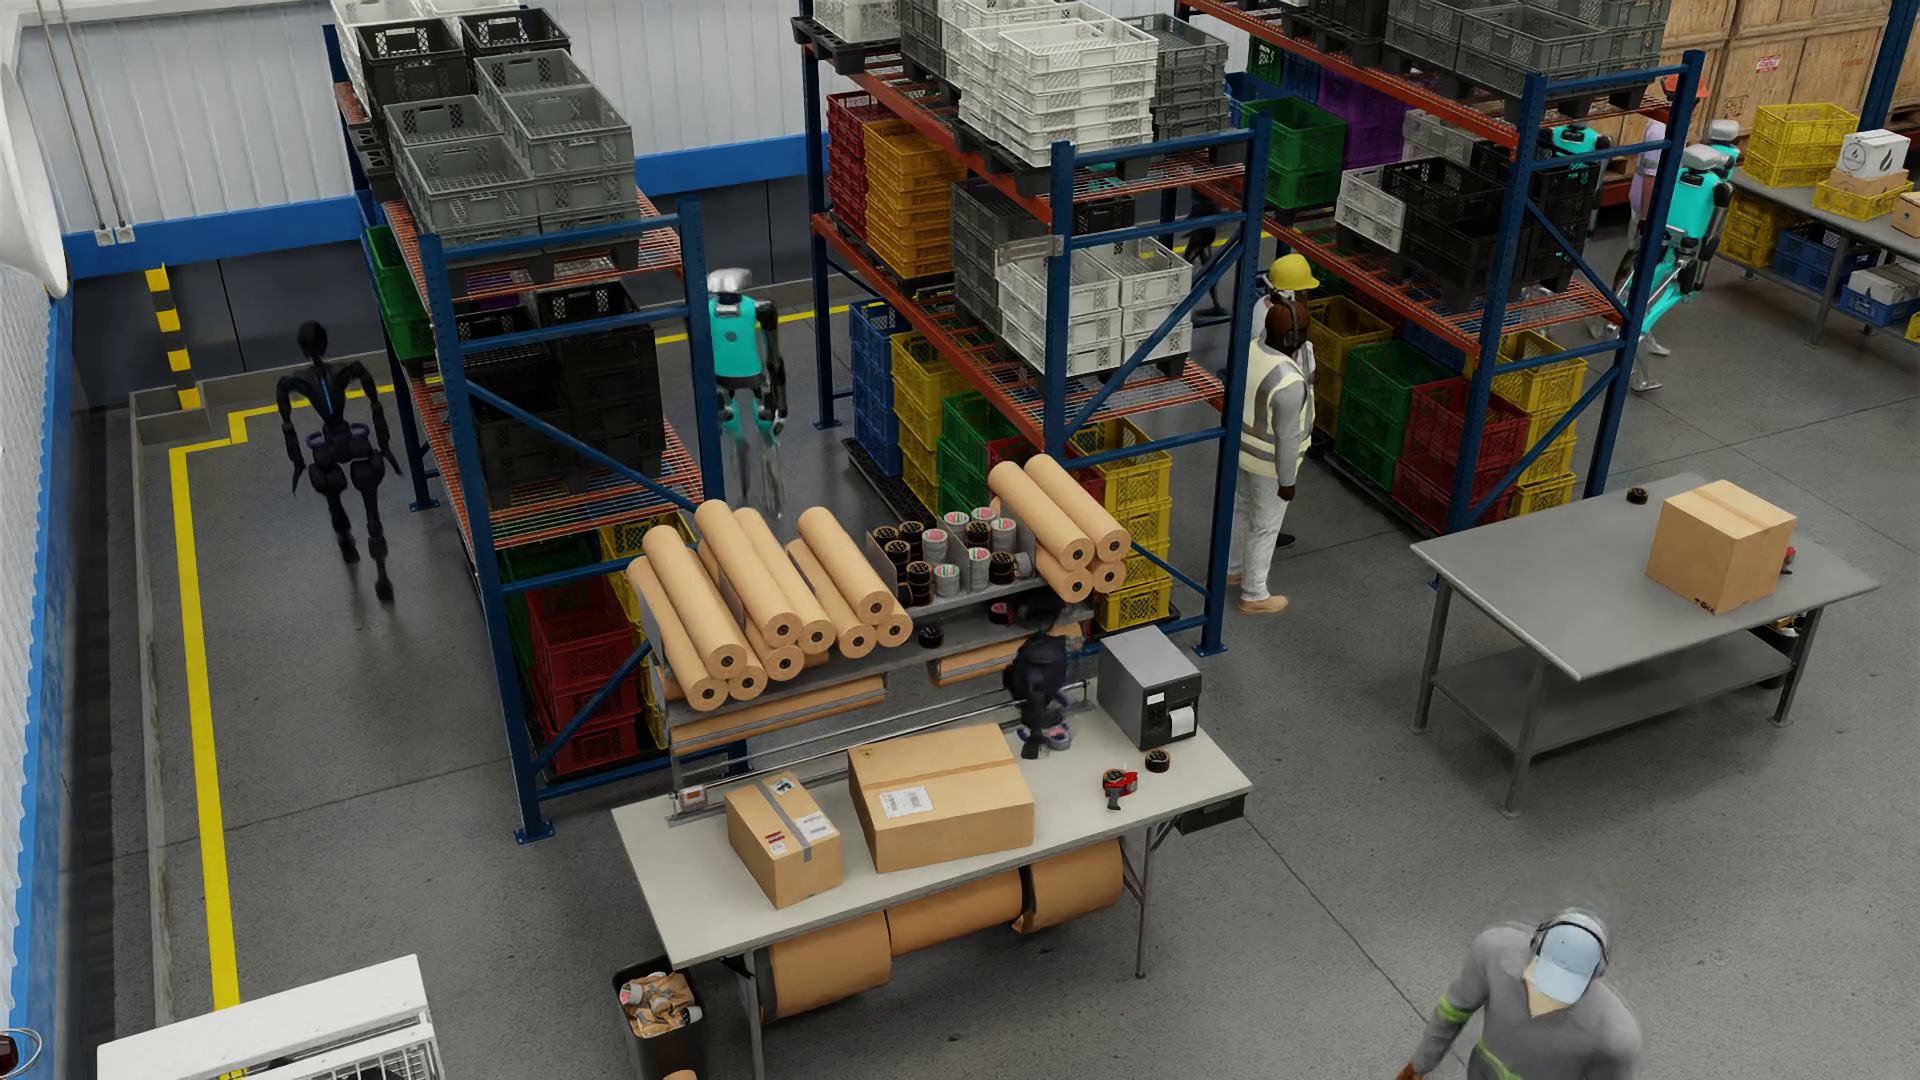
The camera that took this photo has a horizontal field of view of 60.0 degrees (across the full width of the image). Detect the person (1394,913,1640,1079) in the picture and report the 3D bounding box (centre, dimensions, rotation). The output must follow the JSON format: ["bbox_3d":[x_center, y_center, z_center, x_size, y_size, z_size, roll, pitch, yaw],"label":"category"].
[{"bbox_3d":[1.860,1.836,5.535,0.849,1.811,0.661,-21,37,-30],"label":"person"}]

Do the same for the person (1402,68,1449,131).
[{"bbox_3d":[3.871,-3.308,13.818,0.416,1.880,0.592,-3,32,-4],"label":"person"}]

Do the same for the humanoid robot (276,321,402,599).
[{"bbox_3d":[-3.514,-0.483,9.453,0.593,1.622,0.786,-14,34,-21],"label":"humanoid robot"}]

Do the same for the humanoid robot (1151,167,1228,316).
[{"bbox_3d":[1.772,-2.461,12.635,0.658,1.634,0.607,1,32,2],"label":"humanoid robot"}]

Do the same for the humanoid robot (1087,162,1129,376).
[{"bbox_3d":[0.880,-2.035,11.915,0.582,1.784,0.816,14,34,21],"label":"humanoid robot"}]

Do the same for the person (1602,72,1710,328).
[{"bbox_3d":[5.183,-2.522,12.378,0.389,2.040,0.613,16,35,24],"label":"person"}]

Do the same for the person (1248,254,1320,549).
[{"bbox_3d":[1.869,-0.820,9.811,0.404,1.833,0.589,-2,32,-4],"label":"person"}]

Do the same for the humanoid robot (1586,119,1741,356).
[{"bbox_3d":[5.083,-2.171,12.180,0.851,1.867,0.568,9,33,15],"label":"humanoid robot"}]

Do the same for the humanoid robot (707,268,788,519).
[{"bbox_3d":[-1.273,-0.860,9.991,0.545,1.797,0.707,1,32,2],"label":"humanoid robot"}]

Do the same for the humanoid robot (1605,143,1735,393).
[{"bbox_3d":[4.790,-1.837,11.458,0.742,1.694,0.531,-20,37,-29],"label":"humanoid robot"}]

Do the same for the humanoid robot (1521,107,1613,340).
[{"bbox_3d":[4.328,-2.276,12.208,0.549,1.751,0.678,22,38,31],"label":"humanoid robot"}]

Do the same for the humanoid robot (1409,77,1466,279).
[{"bbox_3d":[3.814,-2.870,13.307,0.615,1.633,0.471,-12,34,-19],"label":"humanoid robot"}]

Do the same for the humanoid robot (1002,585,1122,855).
[{"bbox_3d":[0.359,0.890,7.234,0.783,1.636,0.600,1,32,1],"label":"humanoid robot"}]

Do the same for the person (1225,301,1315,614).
[{"bbox_3d":[1.717,-0.459,9.227,0.431,1.837,0.623,-7,32,-12],"label":"person"}]

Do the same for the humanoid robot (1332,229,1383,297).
[{"bbox_3d":[3.099,-2.317,12.395,0.600,1.634,0.499,-13,34,-20],"label":"humanoid robot"}]
